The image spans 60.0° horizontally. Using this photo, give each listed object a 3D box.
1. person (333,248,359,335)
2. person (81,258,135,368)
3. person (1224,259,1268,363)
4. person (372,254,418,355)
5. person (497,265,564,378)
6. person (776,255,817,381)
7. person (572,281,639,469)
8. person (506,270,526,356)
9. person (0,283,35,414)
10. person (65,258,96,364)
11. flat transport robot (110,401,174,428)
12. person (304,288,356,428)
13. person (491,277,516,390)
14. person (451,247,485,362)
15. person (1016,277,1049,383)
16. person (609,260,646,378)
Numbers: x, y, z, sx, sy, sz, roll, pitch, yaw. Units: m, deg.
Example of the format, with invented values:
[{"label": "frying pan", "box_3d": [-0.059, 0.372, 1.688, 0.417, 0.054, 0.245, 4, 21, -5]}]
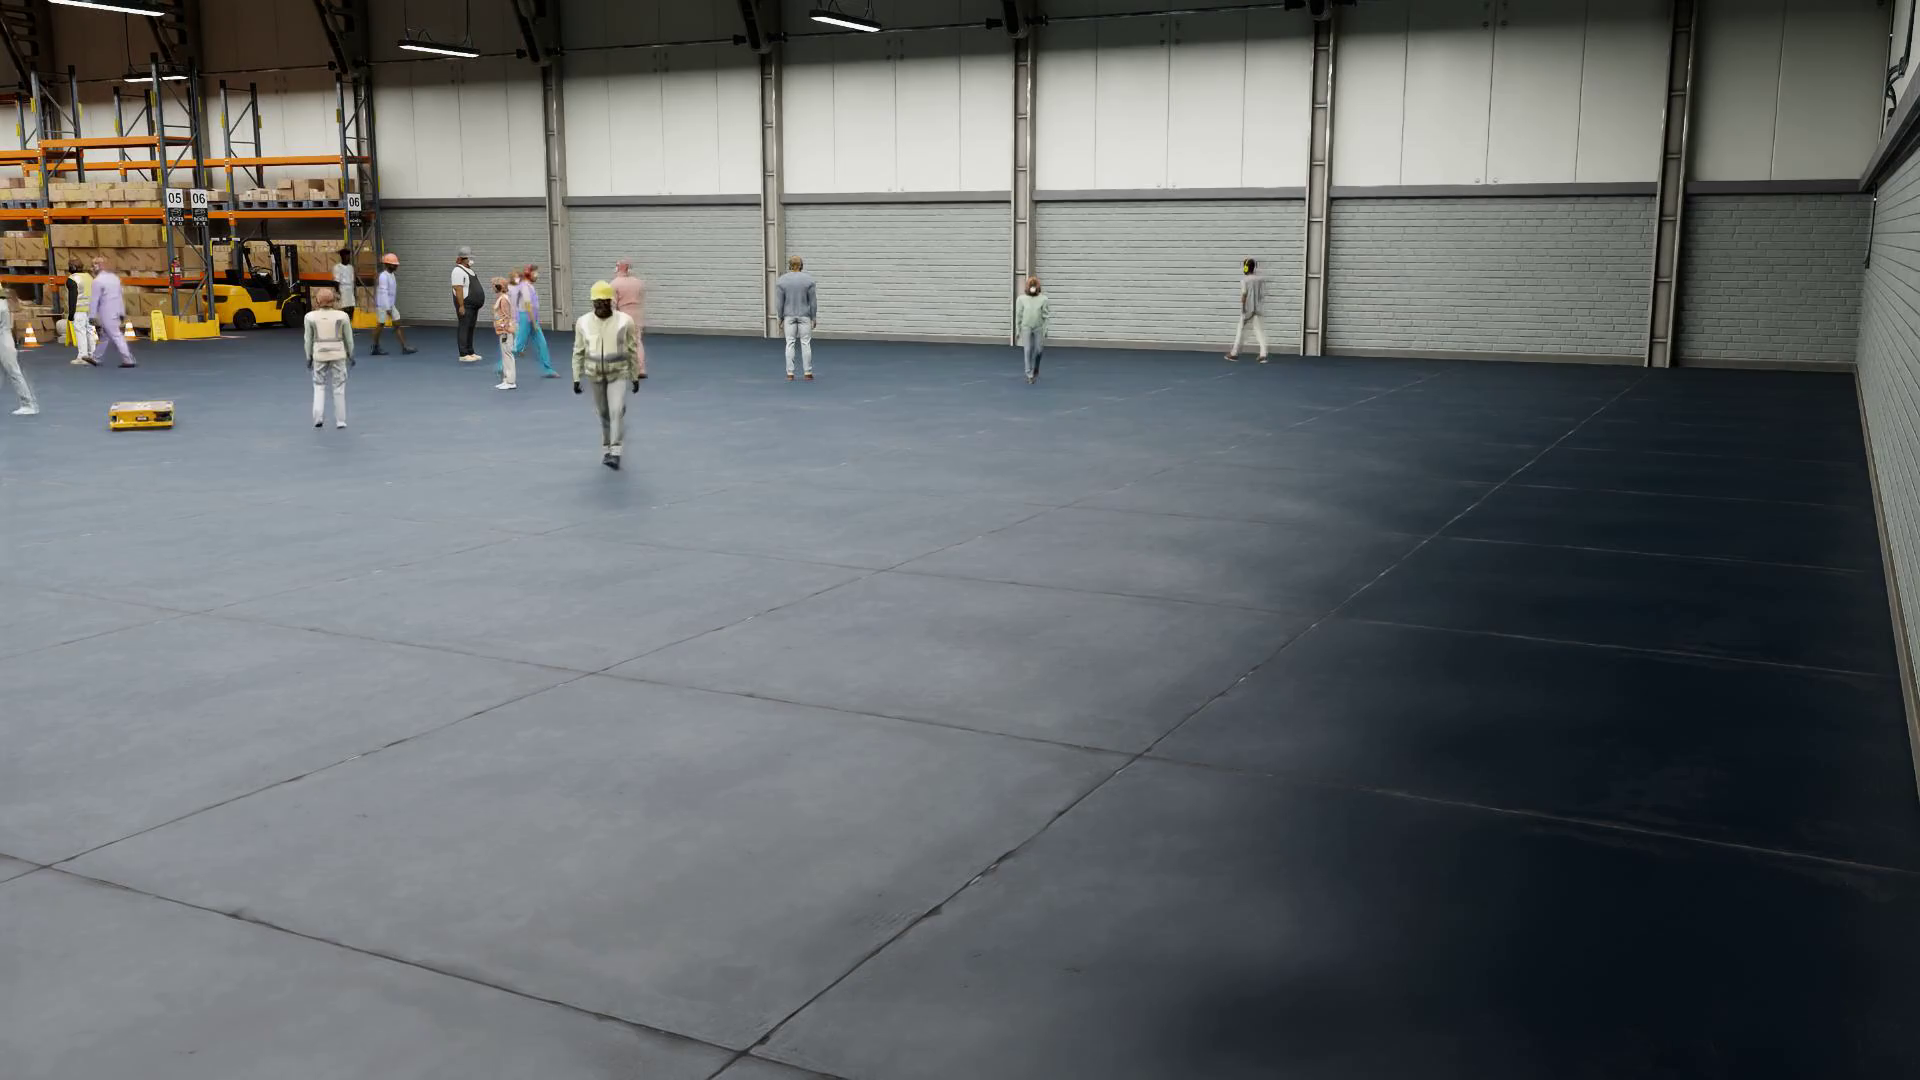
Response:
[{"label": "person", "box_3d": [-13.833, -5.573, 37.397, 0.476, 1.952, 0.619, 3, 11, 15]}, {"label": "person", "box_3d": [-14.519, -3.835, 28.180, 1.023, 1.845, 0.655, 0, 10, 3]}, {"label": "person", "box_3d": [5.131, -4.064, 29.519, 0.512, 1.821, 0.983, -6, 12, -30]}, {"label": "person", "box_3d": [-10.632, -4.394, 31.114, 0.943, 1.884, 0.554, 1, 10, 3]}, {"label": "person", "box_3d": [-6.799, -3.413, 26.063, 0.991, 1.802, 0.551, 1, 10, 4]}, {"label": "person", "box_3d": [-2.520, -3.427, 25.728, 0.627, 1.933, 0.371, 0, 10, 0]}, {"label": "person", "box_3d": [-3.441, -1.586, 16.063, 0.623, 1.789, 0.877, 0, 10, 2]}, {"label": "person", "box_3d": [-8.298, -4.250, 31.131, 0.495, 1.597, 0.825, -8, 13, -37]}, {"label": "person", "box_3d": [-12.061, -2.404, 20.760, 0.829, 1.709, 0.500, -5, 12, -27]}, {"label": "person", "box_3d": [-15.406, -4.001, 29.107, 0.429, 1.844, 0.626, 1, 10, 4]}, {"label": "flat transport robot", "box_3d": [-9.707, -1.498, 19.743, 0.652, 0.197, 1.431, -5, 11, -24]}, {"label": "person", "box_3d": [-7.302, -2.096, 19.289, 0.537, 1.636, 0.370, -2, 11, -12]}, {"label": "person", "box_3d": [-6.660, -3.016, 24.298, 0.314, 1.636, 0.515, -4, 11, -19]}, {"label": "person", "box_3d": [-8.767, -4.214, 29.723, 0.536, 2.000, 0.688, 0, 10, 1]}, {"label": "person", "box_3d": [1.095, -3.203, 25.369, 0.504, 1.620, 0.477, -1, 10, -4]}, {"label": "person", "box_3d": [-5.321, -3.476, 26.248, 1.061, 1.837, 0.649, 10, 14, 42]}]
